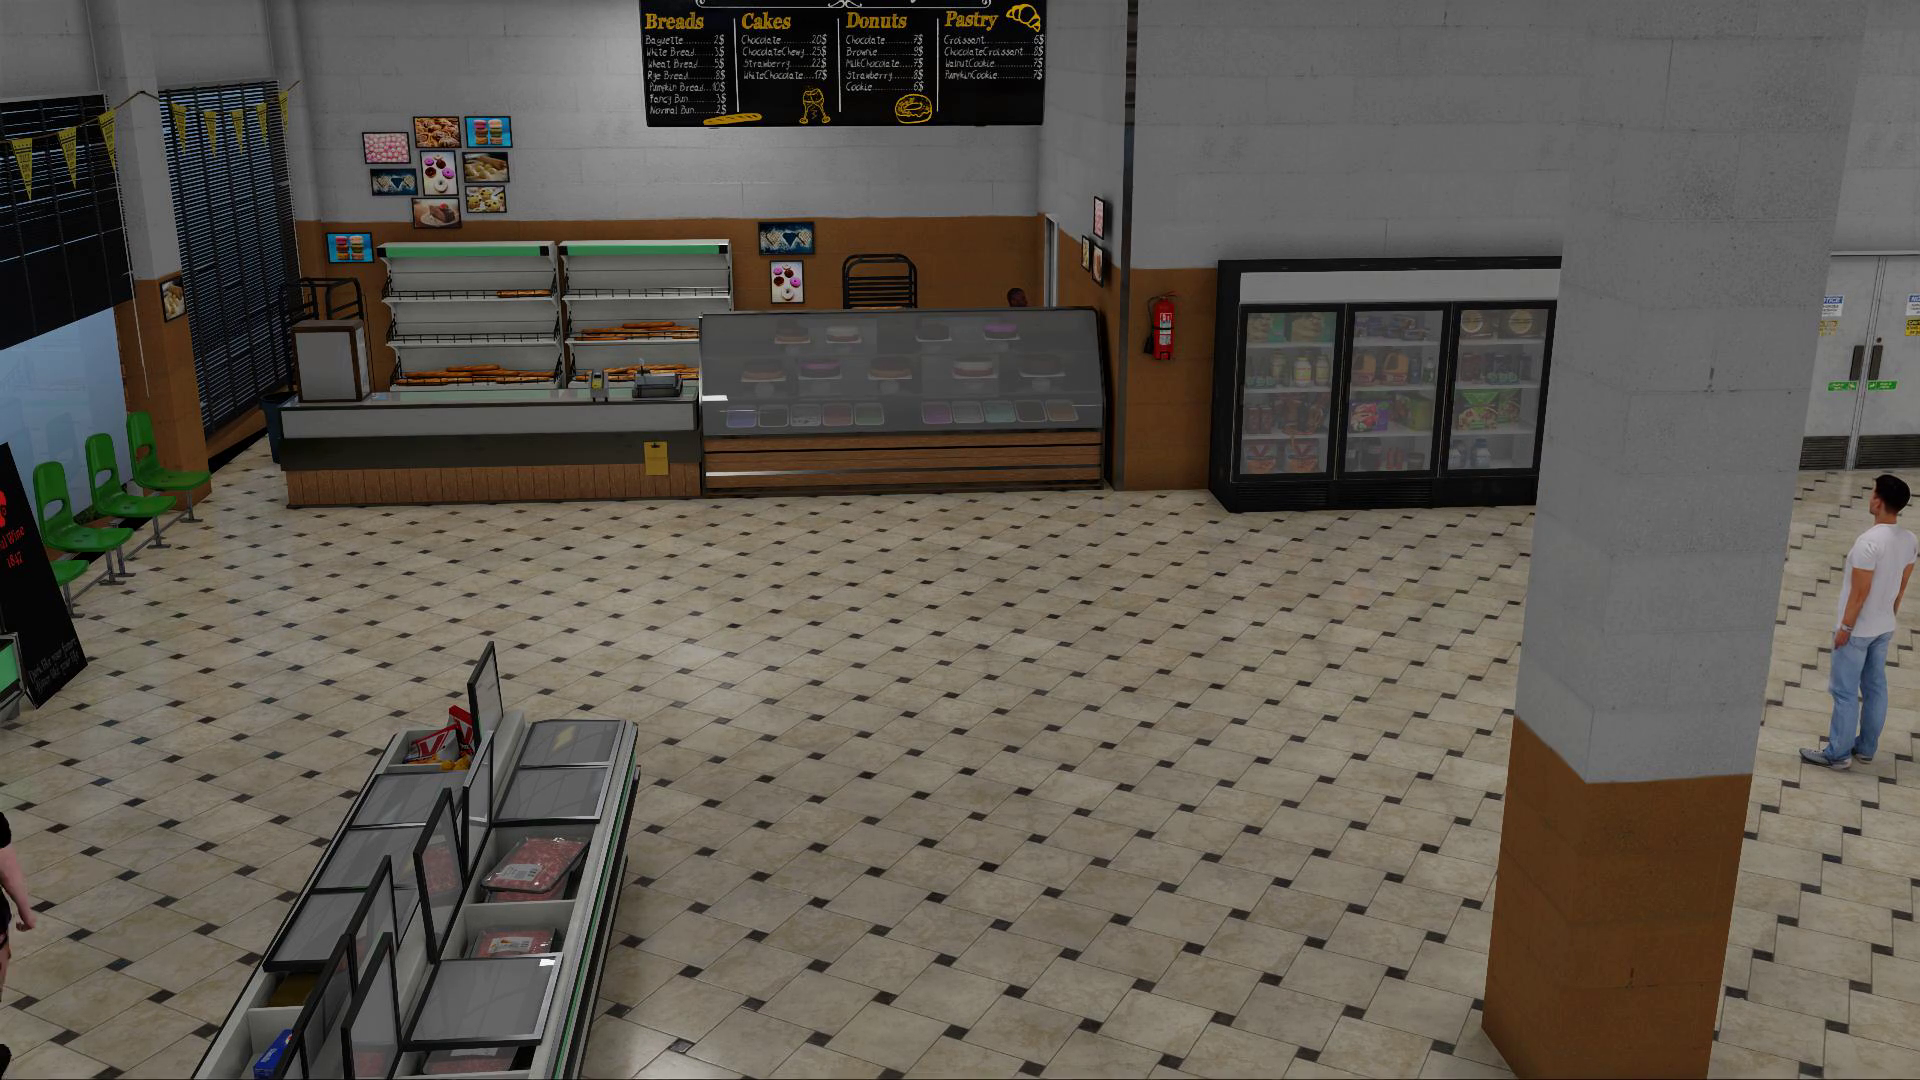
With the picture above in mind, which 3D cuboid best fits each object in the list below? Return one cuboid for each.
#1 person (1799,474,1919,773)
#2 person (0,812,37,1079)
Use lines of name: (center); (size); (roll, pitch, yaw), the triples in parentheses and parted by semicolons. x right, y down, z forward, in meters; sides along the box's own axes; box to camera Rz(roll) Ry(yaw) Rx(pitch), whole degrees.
person: (5.571, 0.508, 10.218); (0.747, 1.866, 0.699); (-8, 19, -25)
person: (-4.025, 1.649, 6.558); (0.735, 1.809, 1.001); (-1, 17, -2)
